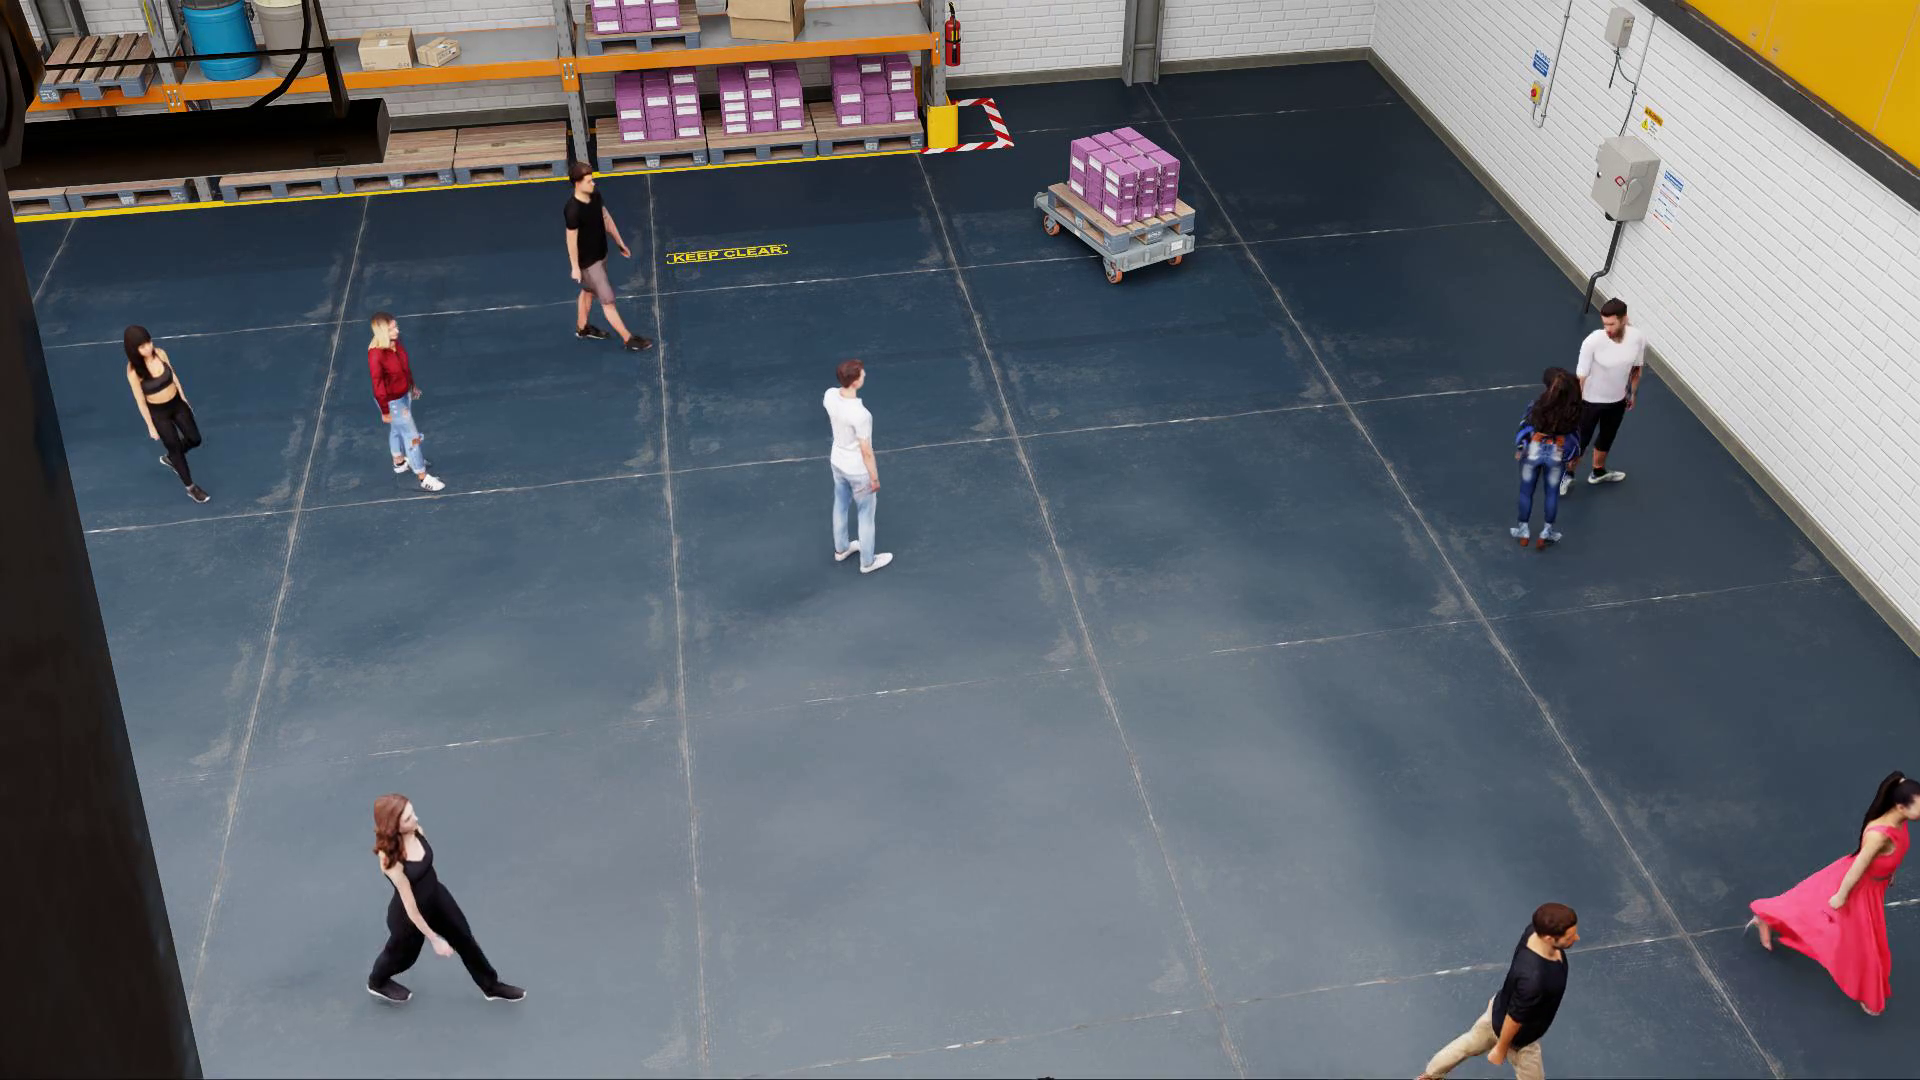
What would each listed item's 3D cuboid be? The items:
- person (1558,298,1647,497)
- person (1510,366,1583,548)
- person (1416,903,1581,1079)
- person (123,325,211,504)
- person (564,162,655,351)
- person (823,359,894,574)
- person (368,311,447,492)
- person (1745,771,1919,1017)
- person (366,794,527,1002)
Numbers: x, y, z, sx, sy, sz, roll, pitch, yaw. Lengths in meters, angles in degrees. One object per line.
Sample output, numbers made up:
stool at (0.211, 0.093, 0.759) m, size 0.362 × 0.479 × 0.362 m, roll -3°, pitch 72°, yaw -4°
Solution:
person at (5.177, -1.155, 13.298) m, size 0.432 × 1.823 × 0.933 m, roll -13°, pitch 40°, yaw -16°
person at (4.534, -0.639, 12.823) m, size 0.635 × 1.609 × 0.817 m, roll 14°, pitch 41°, yaw 17°
person at (2.829, 2.500, 8.732) m, size 1.254 × 1.808 × 1.047 m, roll 14°, pitch 41°, yaw 16°
person at (-6.406, -1.043, 13.310) m, size 0.863 × 1.632 × 0.781 m, roll 18°, pitch 42°, yaw 21°
person at (-3.422, -2.574, 15.077) m, size 1.198 × 1.820 × 0.977 m, roll 8°, pitch 39°, yaw 10°
person at (-0.839, -0.563, 12.534) m, size 0.764 × 1.851 × 0.749 m, roll -29°, pitch 47°, yaw -31°
person at (-4.595, -1.160, 13.471) m, size 0.835 × 1.614 × 0.719 m, roll 0°, pitch 39°, yaw -1°
person at (5.060, 1.942, 9.533) m, size 1.062 × 1.681 × 1.099 m, roll 32°, pitch 48°, yaw 33°
person at (-3.138, 2.085, 9.339) m, size 1.233 × 1.699 × 0.843 m, roll 5°, pitch 39°, yaw 7°
